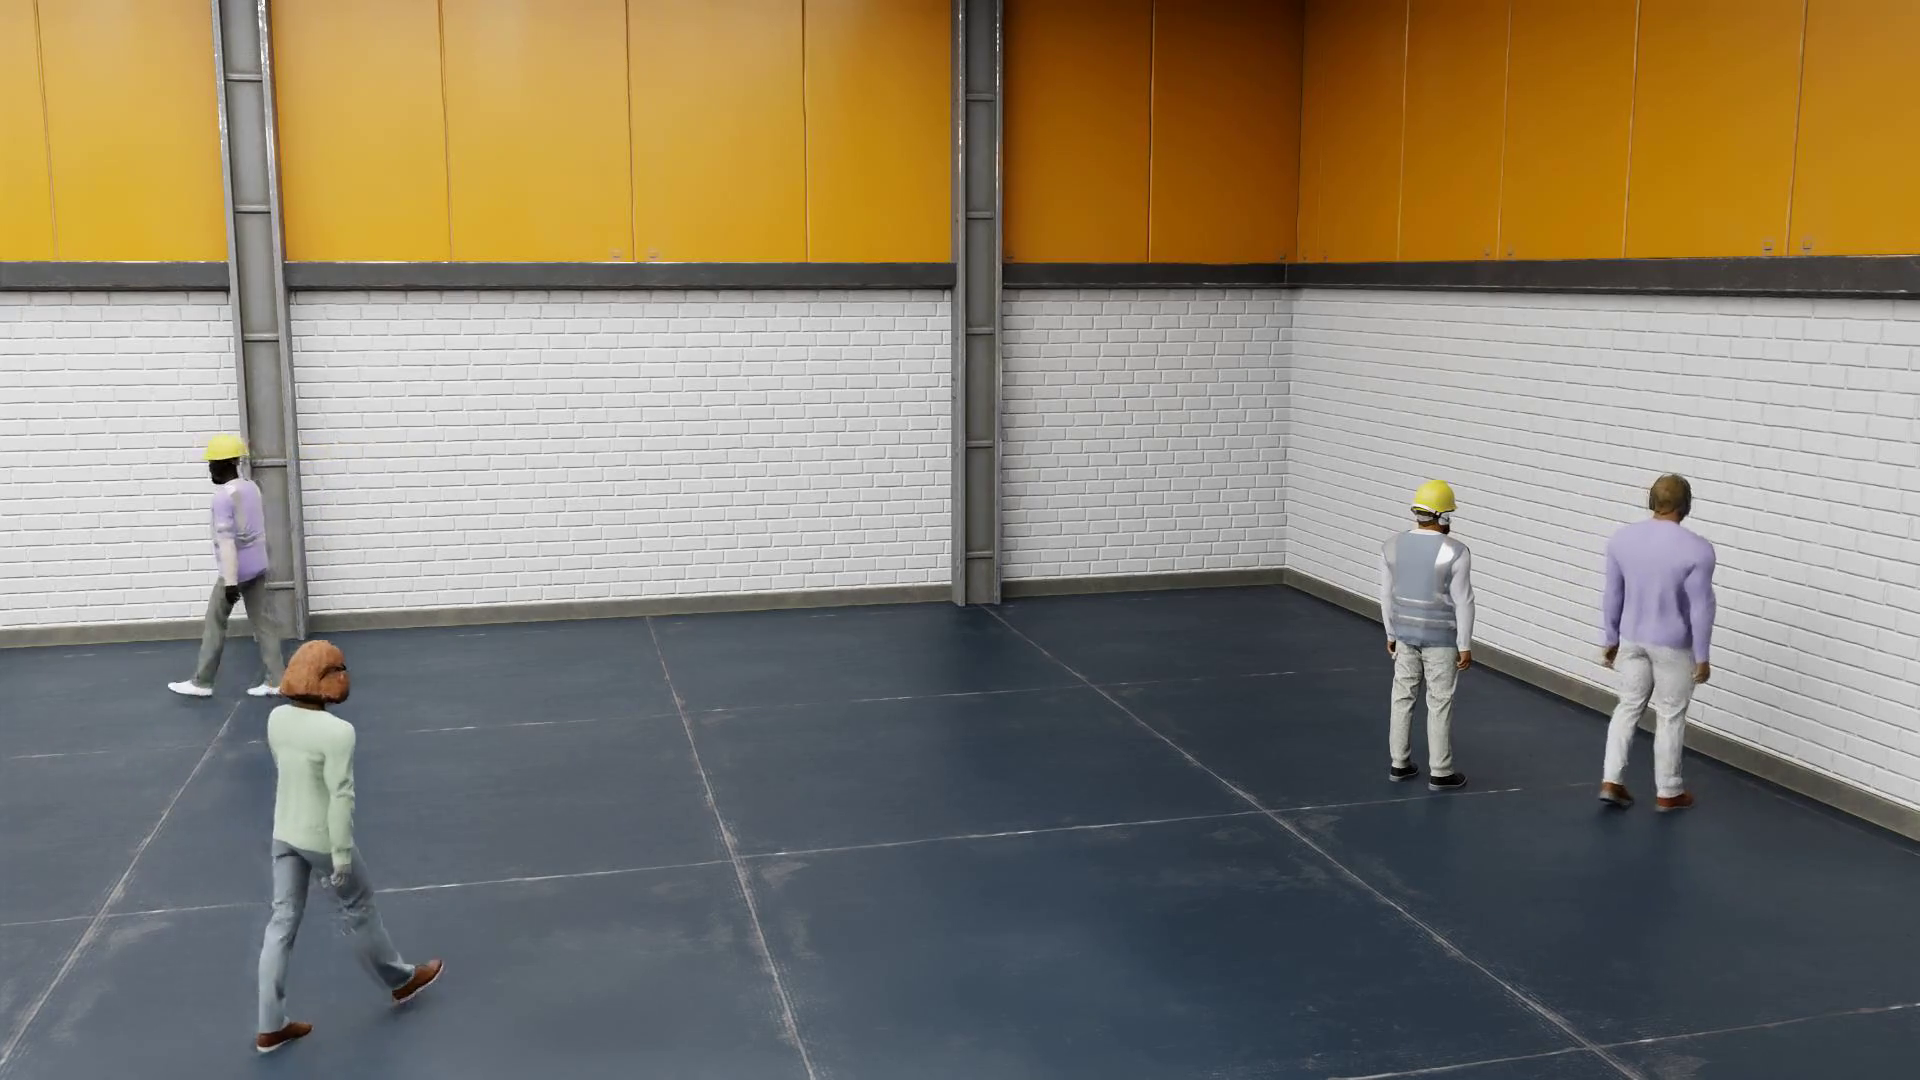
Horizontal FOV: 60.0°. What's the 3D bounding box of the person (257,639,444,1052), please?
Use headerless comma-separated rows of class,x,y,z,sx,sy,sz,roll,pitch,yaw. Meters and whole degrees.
person,-2.505,1.178,6.672,0.520,1.591,0.847,5,10,29

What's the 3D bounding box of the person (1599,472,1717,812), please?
person,3.920,0.583,9.359,0.477,1.940,0.638,-6,11,-35

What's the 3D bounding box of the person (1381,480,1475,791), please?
person,2.769,0.557,9.816,0.403,1.833,0.590,-9,13,-43

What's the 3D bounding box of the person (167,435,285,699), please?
person,-5.252,0.202,11.841,0.892,1.889,0.610,1,9,4
